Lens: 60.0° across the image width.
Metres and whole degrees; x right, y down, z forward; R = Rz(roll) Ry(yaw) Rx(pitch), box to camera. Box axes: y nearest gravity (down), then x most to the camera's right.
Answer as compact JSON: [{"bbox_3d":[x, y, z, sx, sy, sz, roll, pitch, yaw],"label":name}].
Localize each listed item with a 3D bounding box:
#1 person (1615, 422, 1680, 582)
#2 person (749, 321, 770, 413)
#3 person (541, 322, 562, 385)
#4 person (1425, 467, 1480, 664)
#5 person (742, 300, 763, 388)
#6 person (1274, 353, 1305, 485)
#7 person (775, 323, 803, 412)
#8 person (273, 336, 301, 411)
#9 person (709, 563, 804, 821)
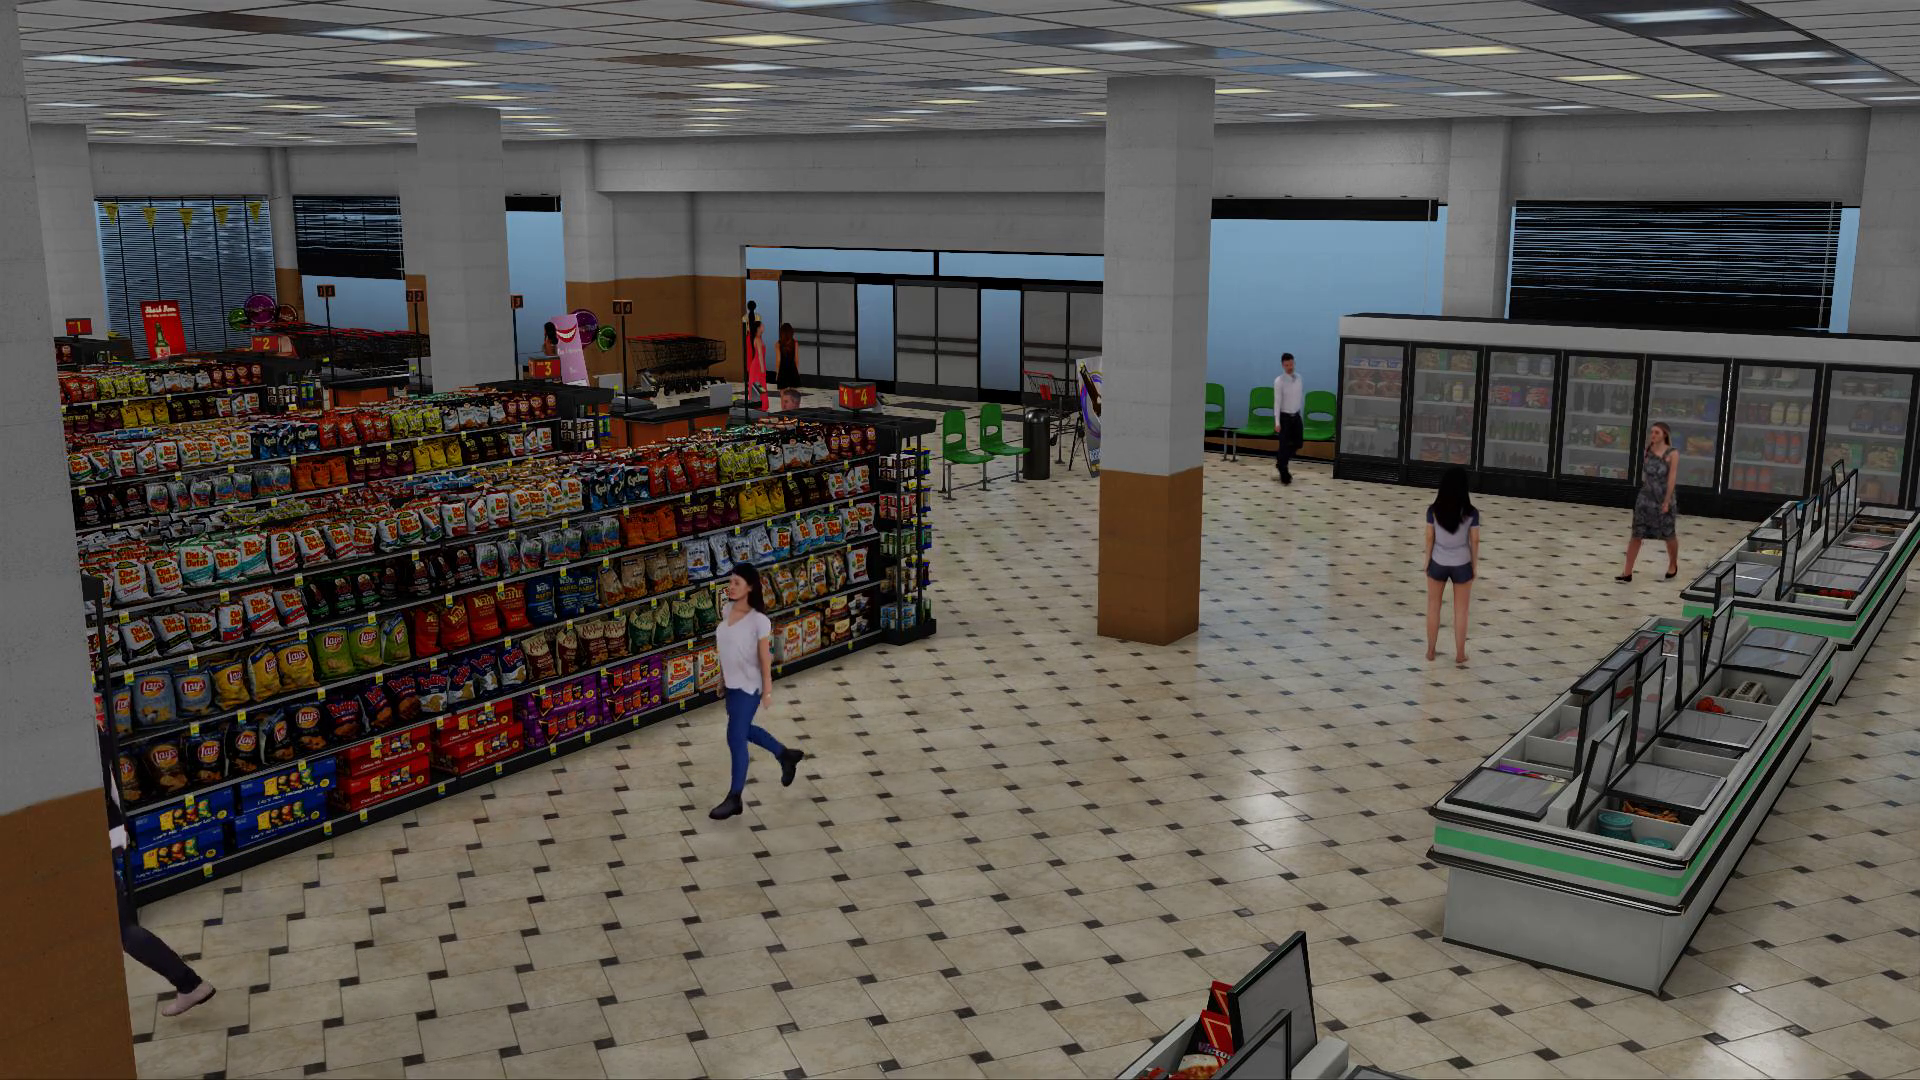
[{"bbox_3d":[7.303,-0.363,17.252,1.215,1.651,0.814,-9,15,-37],"label":"person"},{"bbox_3d":[-3.652,-3.104,30.088,0.759,1.727,0.717,-4,12,-17],"label":"person"},{"bbox_3d":[-7.554,-3.215,30.811,0.784,1.644,0.640,2,12,7],"label":"person"},{"bbox_3d":[4.243,0.207,14.410,0.645,1.706,0.597,4,13,20],"label":"person"},{"bbox_3d":[-4.309,-4.078,34.552,0.632,1.793,0.738,-5,13,-23],"label":"person"},{"bbox_3d":[4.552,-1.695,23.143,0.937,1.831,0.969,-8,14,-33],"label":"person"},{"bbox_3d":[-2.922,-2.763,28.203,0.638,1.834,0.731,-4,13,-20],"label":"person"},{"bbox_3d":[-10.821,-2.414,26.754,0.648,1.749,0.728,-3,12,-15],"label":"person"},{"bbox_3d":[-1.339,0.977,10.871,1.101,1.659,0.782,-10,16,-40],"label":"person"}]
